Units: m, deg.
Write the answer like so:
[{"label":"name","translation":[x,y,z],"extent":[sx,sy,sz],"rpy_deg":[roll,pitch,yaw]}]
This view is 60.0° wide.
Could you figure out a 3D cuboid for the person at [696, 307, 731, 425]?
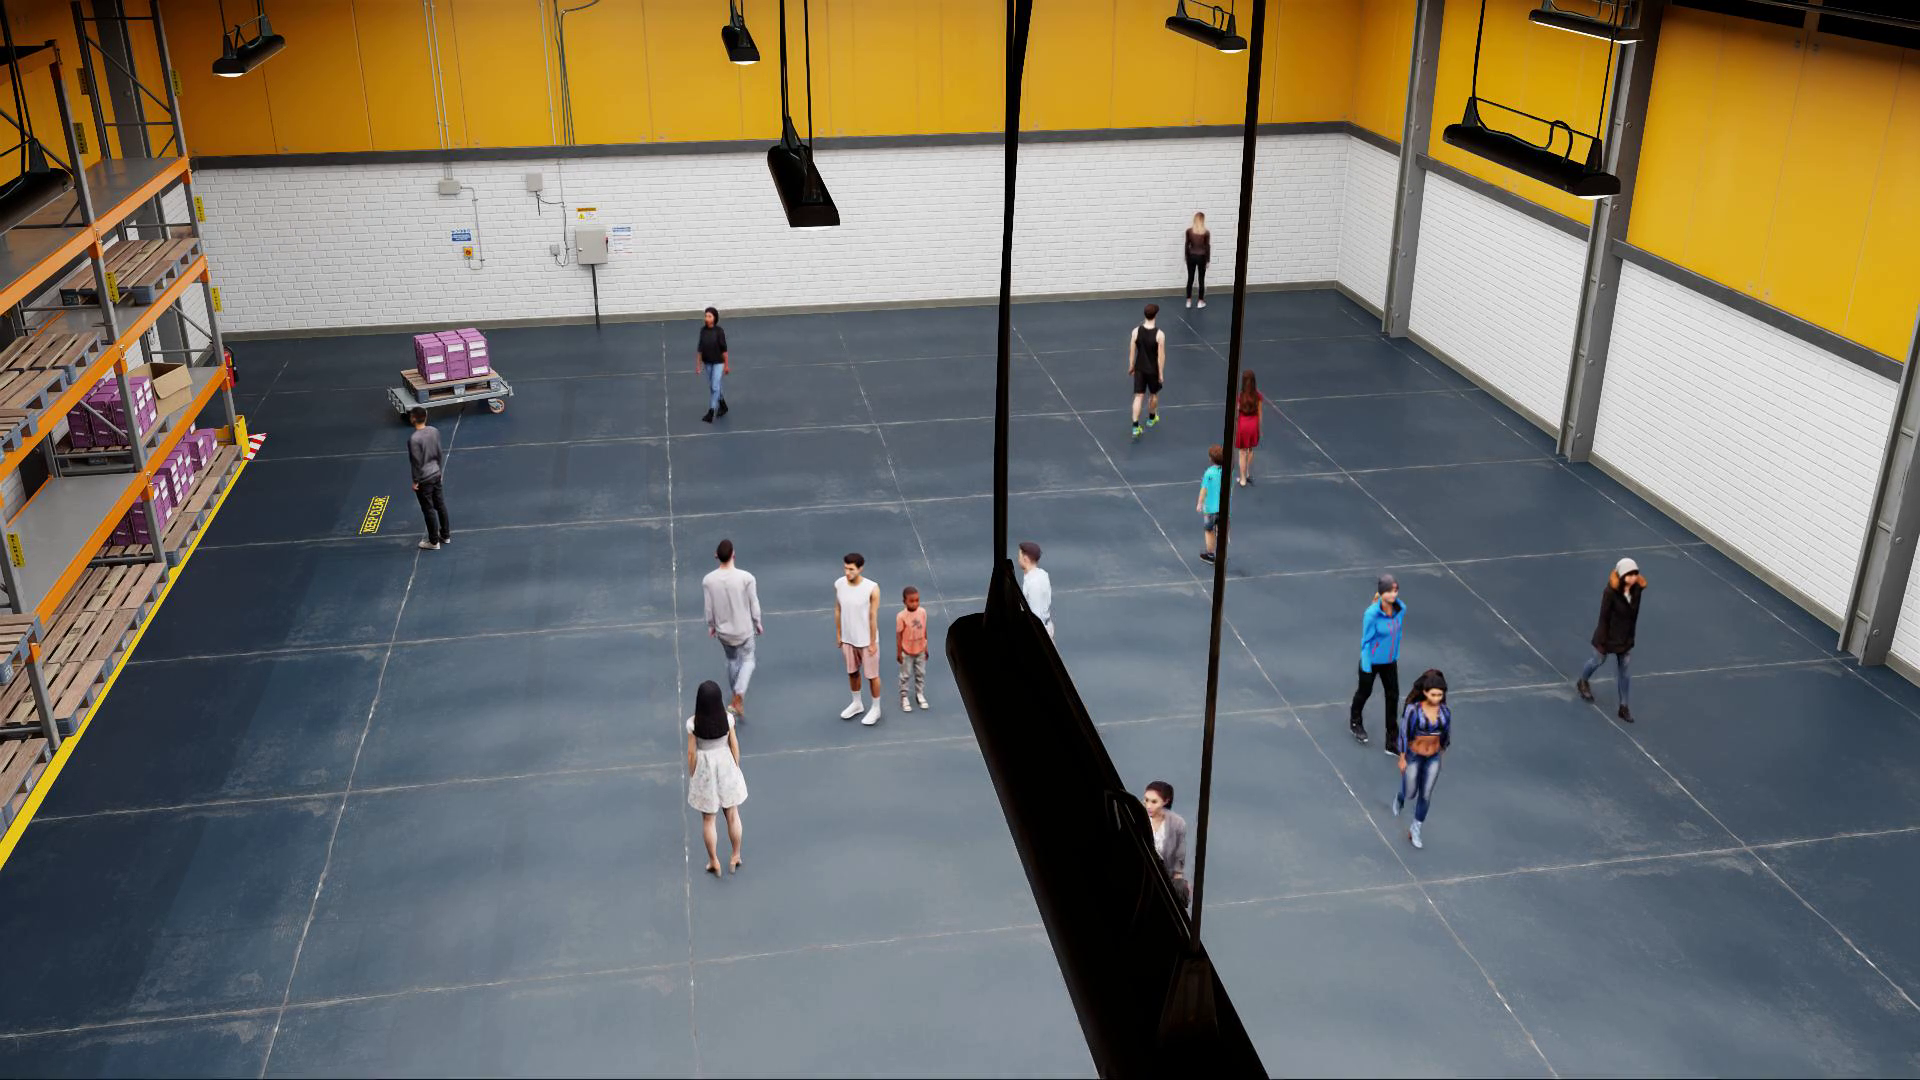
[{"label":"person","translation":[-3.515,-2.550,24.023],"extent":[0.950,1.668,1.169],"rpy_deg":[8,25,18]}]

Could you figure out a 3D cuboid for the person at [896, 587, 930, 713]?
[{"label":"person","translation":[-0.472,1.042,16.255],"extent":[0.513,1.308,0.522],"rpy_deg":[-10,25,-21]}]

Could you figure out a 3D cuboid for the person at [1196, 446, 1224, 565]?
[{"label":"person","translation":[3.001,-0.394,19.374],"extent":[0.607,1.441,0.636],"rpy_deg":[-15,28,-31]}]

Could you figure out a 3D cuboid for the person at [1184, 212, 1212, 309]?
[{"label":"person","translation":[4.201,-4.975,29.527],"extent":[0.678,1.703,0.675],"rpy_deg":[9,25,19]}]

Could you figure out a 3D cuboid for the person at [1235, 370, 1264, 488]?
[{"label":"person","translation":[3.751,-1.435,21.636],"extent":[0.575,1.537,0.703],"rpy_deg":[-3,24,-6]}]

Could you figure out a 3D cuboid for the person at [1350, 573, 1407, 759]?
[{"label":"person","translation":[3.849,1.109,15.527],"extent":[0.755,1.768,1.037],"rpy_deg":[-9,25,-19]}]

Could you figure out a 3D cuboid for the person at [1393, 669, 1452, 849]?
[{"label":"person","translation":[3.890,1.818,14.104],"extent":[0.648,1.608,0.753],"rpy_deg":[-2,24,-4]}]

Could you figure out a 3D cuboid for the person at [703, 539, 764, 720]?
[{"label":"person","translation":[-2.165,0.862,16.020],"extent":[0.899,1.826,1.081],"rpy_deg":[4,24,8]}]

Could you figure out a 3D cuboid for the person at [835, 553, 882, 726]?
[{"label":"person","translation":[-0.939,0.918,15.947],"extent":[0.722,1.782,0.763],"rpy_deg":[12,26,26]}]

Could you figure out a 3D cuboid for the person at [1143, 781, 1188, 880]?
[{"label":"person","translation":[1.527,2.488,12.507],"extent":[0.736,1.661,0.776],"rpy_deg":[12,26,25]}]

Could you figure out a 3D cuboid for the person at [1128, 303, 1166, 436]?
[{"label":"person","translation":[2.591,-2.352,23.340],"extent":[1.082,1.852,1.276],"rpy_deg":[9,25,20]}]

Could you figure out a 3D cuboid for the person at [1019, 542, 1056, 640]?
[{"label":"person","translation":[0.785,0.926,15.892],"extent":[0.835,1.811,0.742],"rpy_deg":[0,24,1]}]

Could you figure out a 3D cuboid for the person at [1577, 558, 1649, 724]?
[{"label":"person","translation":[6.327,0.911,16.197],"extent":[0.657,1.594,1.040],"rpy_deg":[-5,24,-12]}]

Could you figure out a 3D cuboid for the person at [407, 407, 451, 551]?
[{"label":"person","translation":[-6.333,-0.751,19.791],"extent":[0.763,1.760,0.670],"rpy_deg":[11,26,24]}]

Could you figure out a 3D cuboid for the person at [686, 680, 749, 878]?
[{"label":"person","translation":[-2.001,1.947,13.603],"extent":[0.663,1.774,0.651],"rpy_deg":[-6,24,-14]}]
